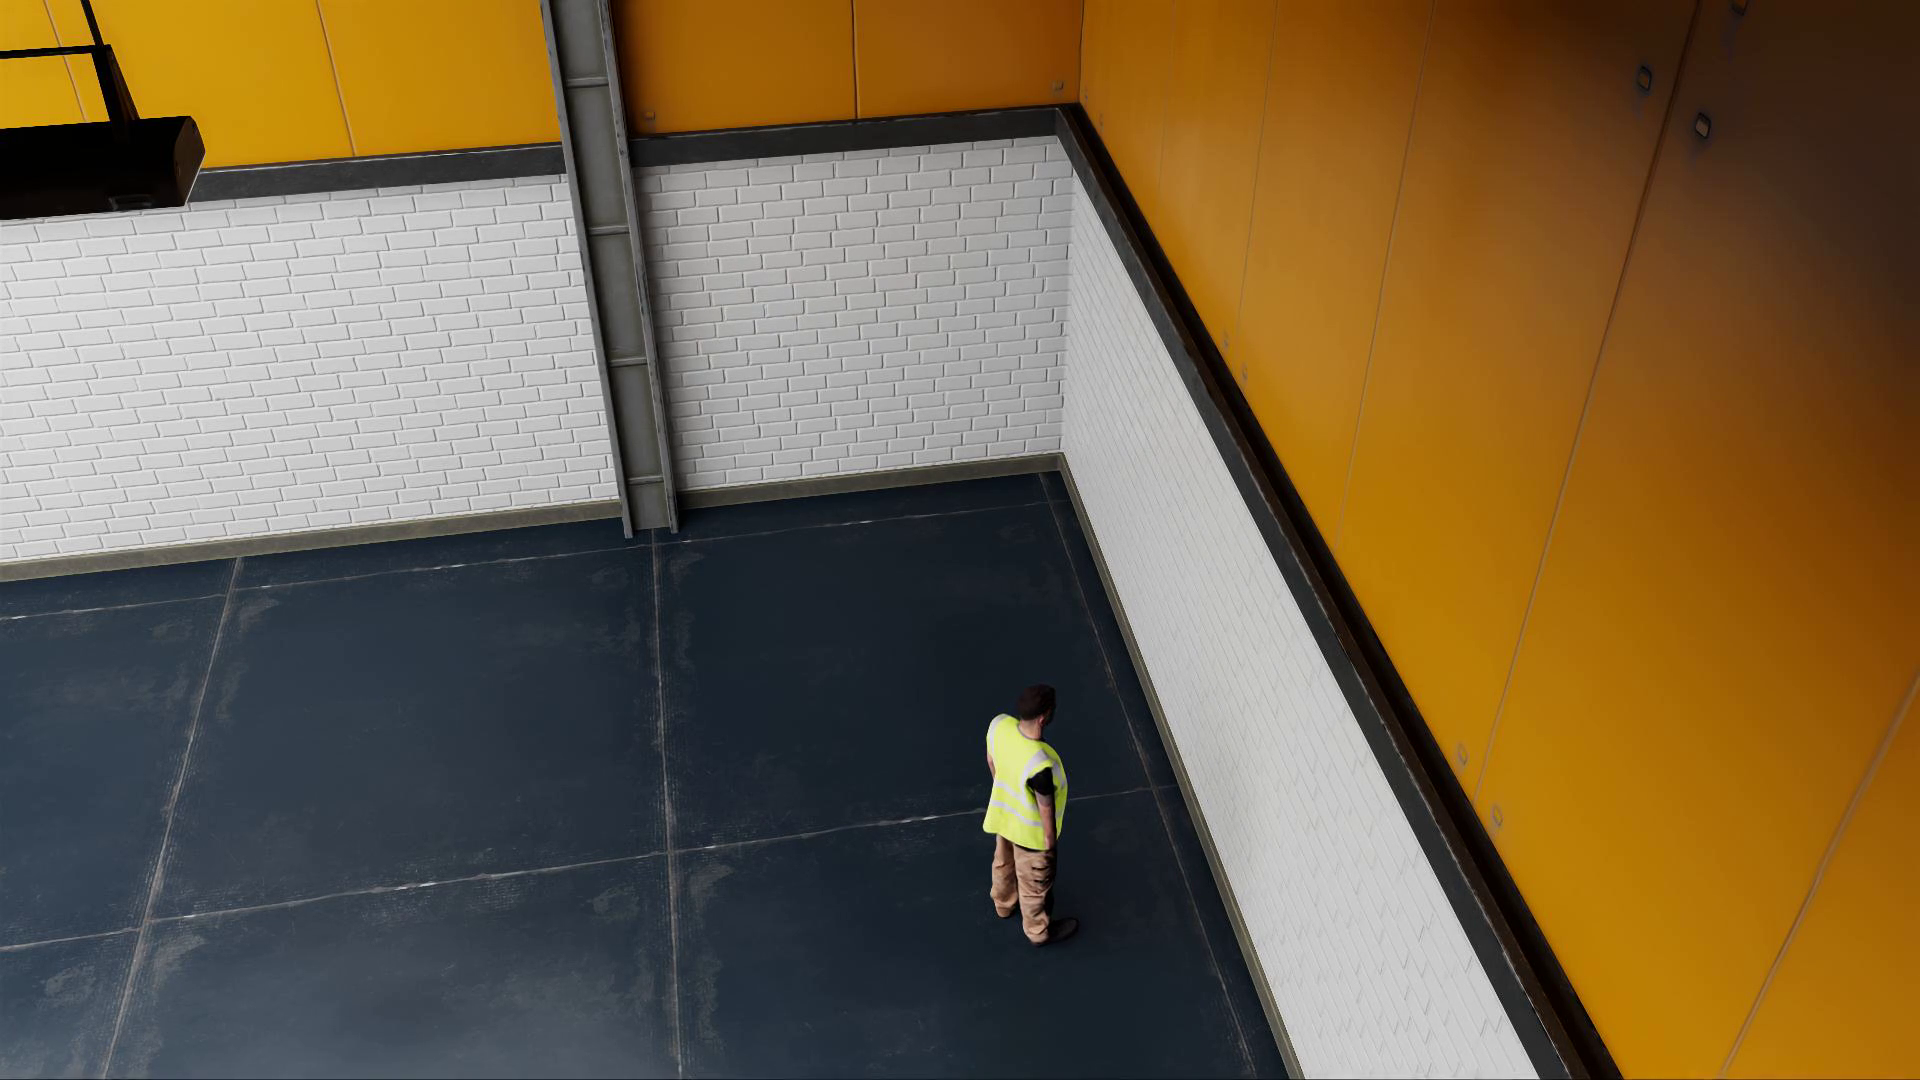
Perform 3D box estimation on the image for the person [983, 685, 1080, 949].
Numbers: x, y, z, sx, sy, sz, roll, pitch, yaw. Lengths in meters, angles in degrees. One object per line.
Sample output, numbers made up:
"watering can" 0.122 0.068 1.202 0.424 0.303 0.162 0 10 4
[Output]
"person" 0.374 1.484 9.006 0.859 1.846 0.822 -23 44 -26
